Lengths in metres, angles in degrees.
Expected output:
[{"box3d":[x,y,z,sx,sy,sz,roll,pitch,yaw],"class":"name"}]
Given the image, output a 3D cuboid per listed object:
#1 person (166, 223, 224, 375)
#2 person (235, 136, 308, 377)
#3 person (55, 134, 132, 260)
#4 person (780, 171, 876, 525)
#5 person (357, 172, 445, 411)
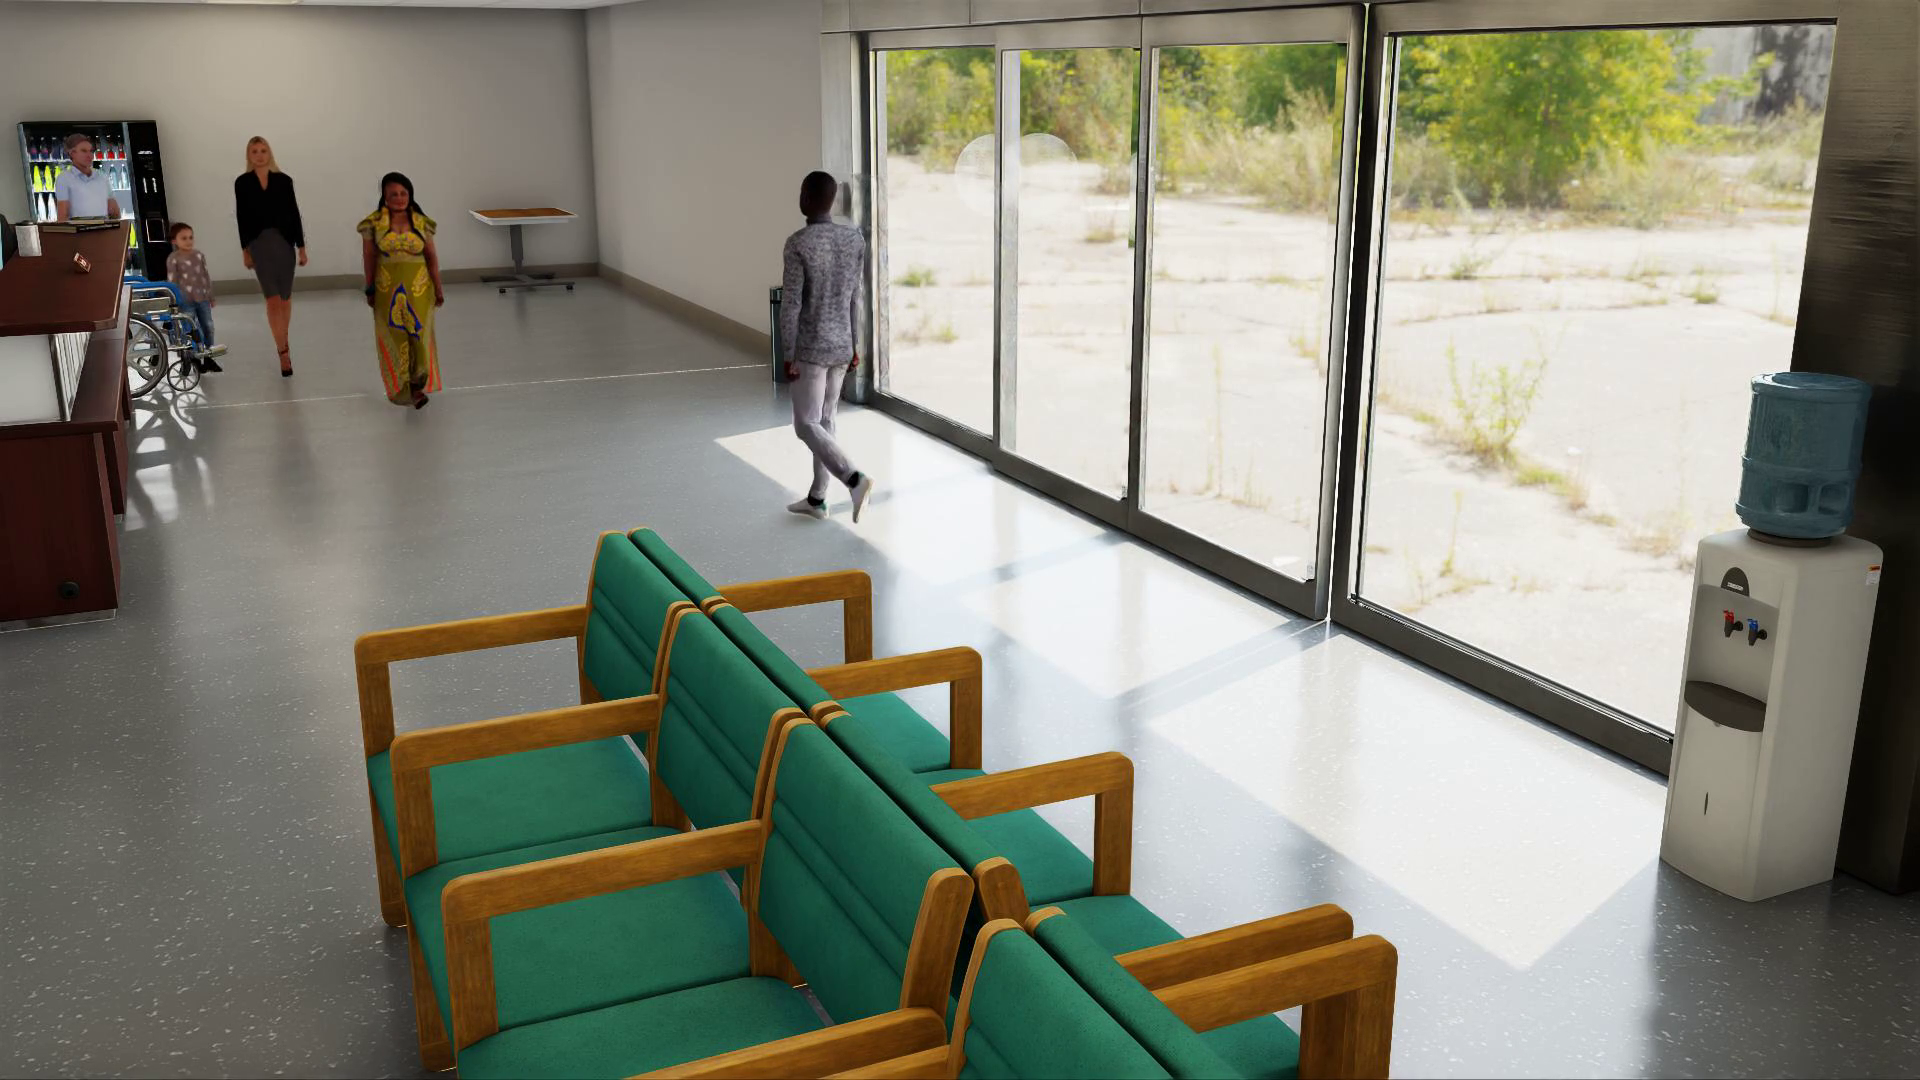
[{"box3d":[-6.049,-1.895,13.063,0.537,1.187,0.639,-15,21,-42],"class":"person"},{"box3d":[-5.362,-2.194,12.997,1.098,1.797,0.673,-7,17,-25],"class":"person"},{"box3d":[-7.276,-2.433,13.809,0.926,1.818,0.861,8,17,25],"class":"person"},{"box3d":[-0.662,-0.952,8.550,0.963,1.821,1.024,15,22,42],"class":"person"},{"box3d":[-3.928,-1.728,11.687,1.269,1.613,0.897,-10,19,-32],"class":"person"}]
